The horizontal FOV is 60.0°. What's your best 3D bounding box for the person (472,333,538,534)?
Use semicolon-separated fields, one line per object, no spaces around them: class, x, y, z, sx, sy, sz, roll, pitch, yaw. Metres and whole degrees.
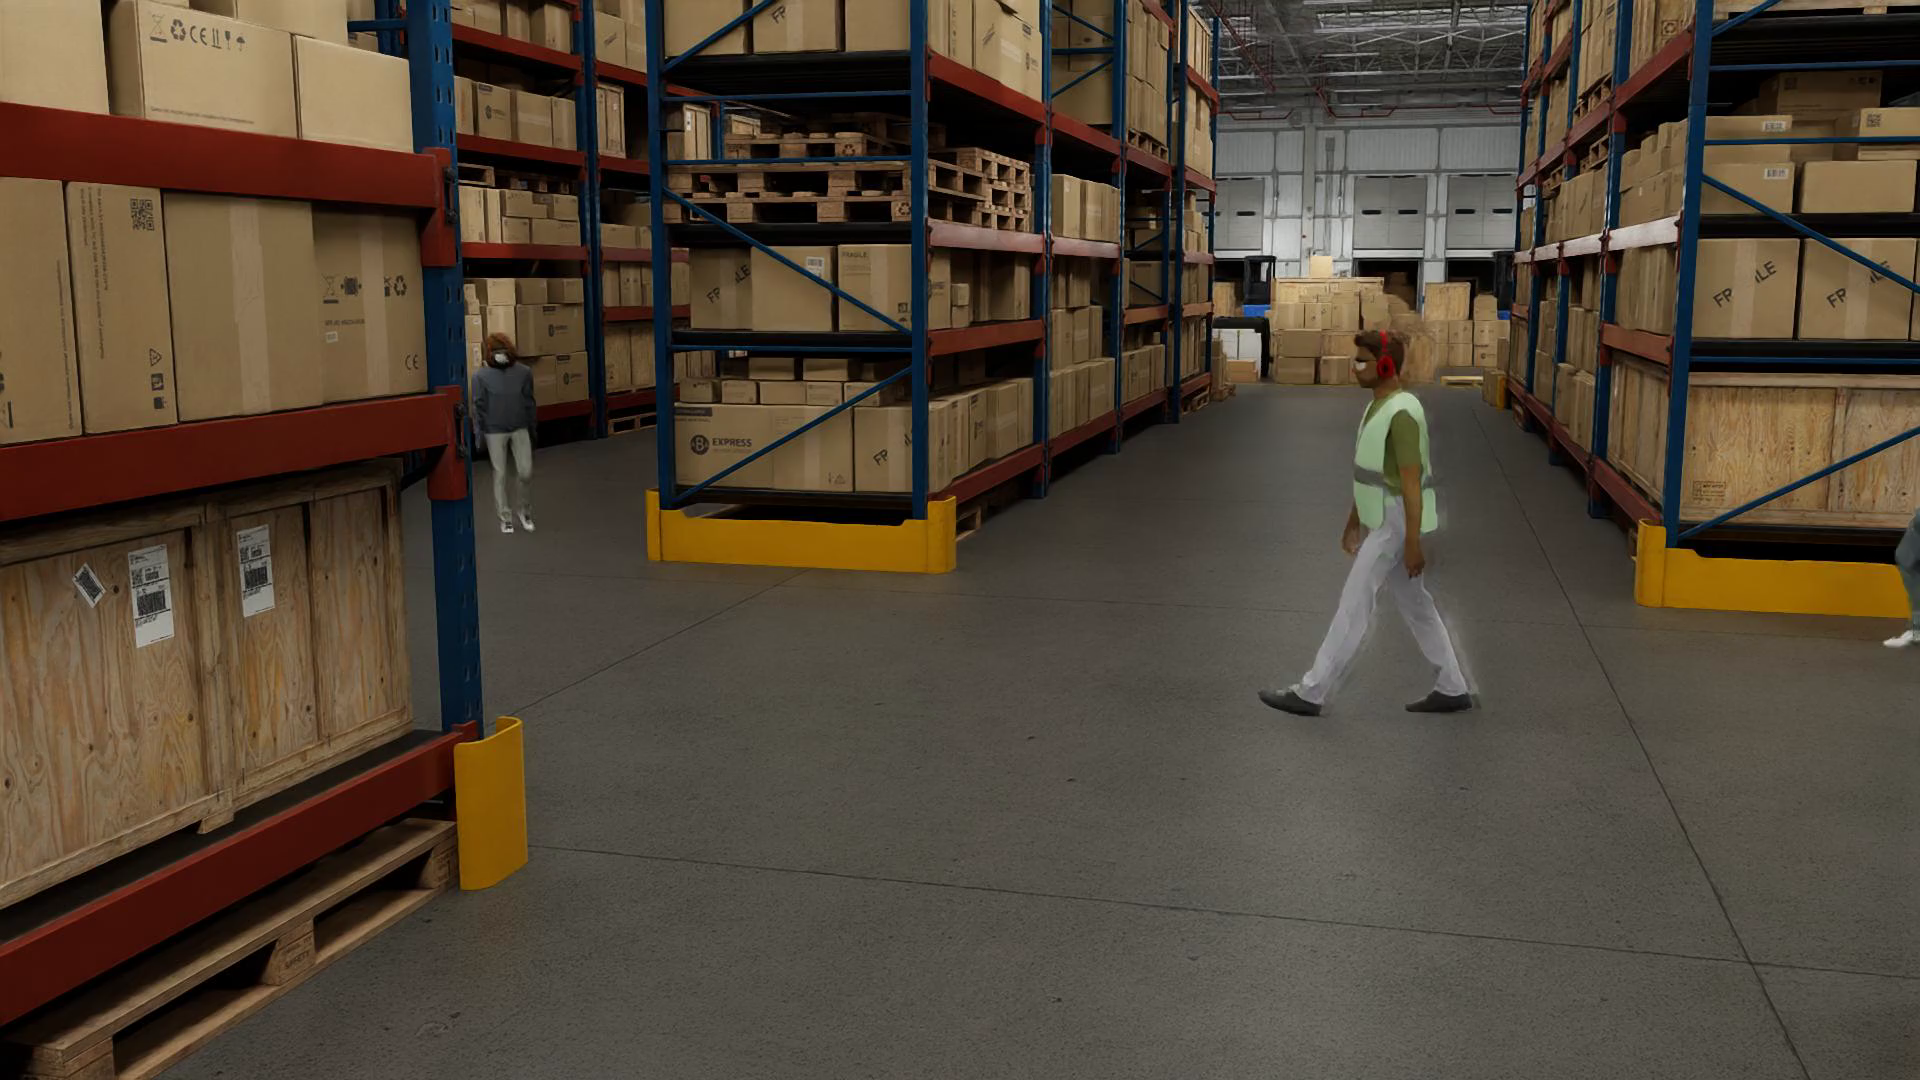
person;-3.569;-0.827;13.063;0.519;1.601;0.460;-5;10;-28

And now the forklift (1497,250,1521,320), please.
forklift;16.072;-6.977;48.097;1.129;2.768;1.873;1;9;9

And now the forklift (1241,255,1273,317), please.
forklift;10.551;-8.662;58.805;1.129;2.768;1.873;2;9;15

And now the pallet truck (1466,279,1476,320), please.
pallet truck;18.896;-8.459;60.307;1.885;1.965;0.823;5;10;31

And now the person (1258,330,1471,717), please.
person;1.920;-0.062;7.623;1.001;1.790;0.599;1;9;5

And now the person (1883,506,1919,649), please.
person;5.202;-0.173;8.827;0.545;1.614;0.513;0;9;0

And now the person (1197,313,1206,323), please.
person;5.374;-4.837;37.387;0.687;1.964;0.607;6;11;34
